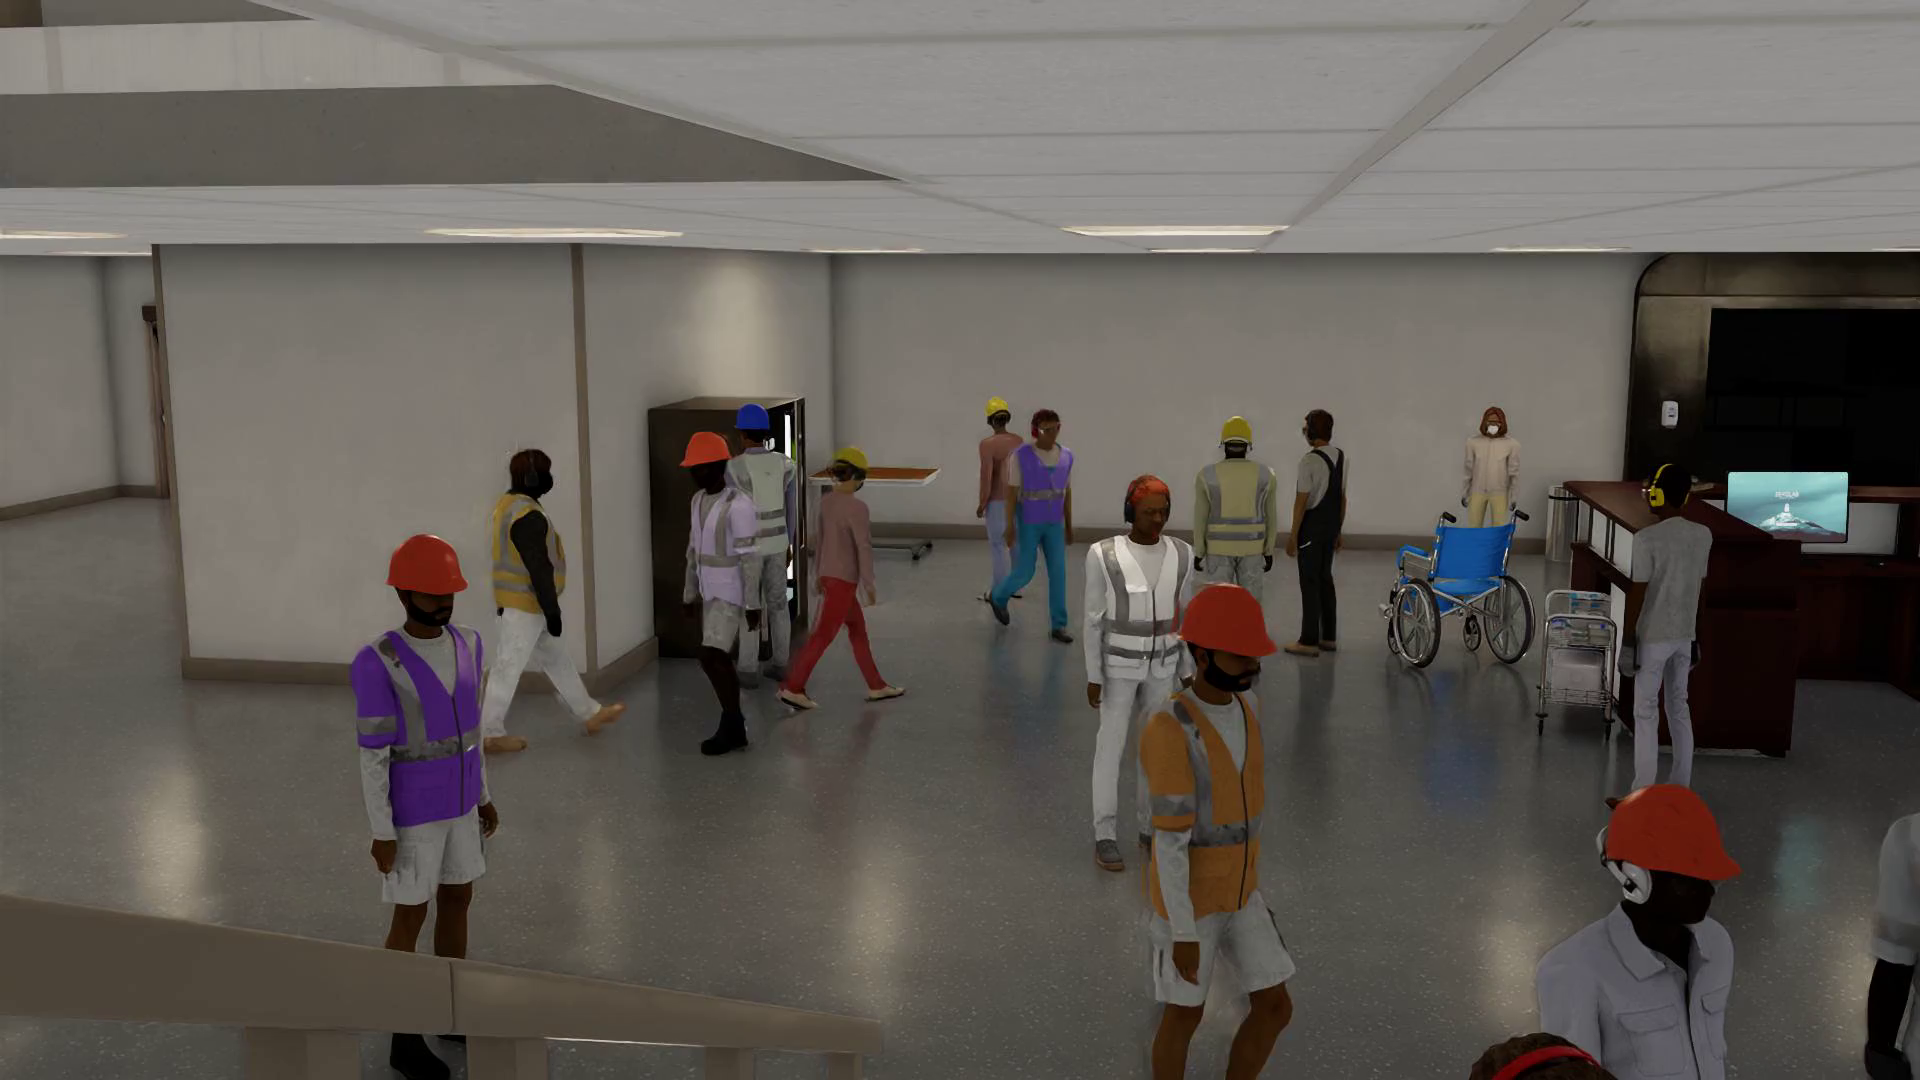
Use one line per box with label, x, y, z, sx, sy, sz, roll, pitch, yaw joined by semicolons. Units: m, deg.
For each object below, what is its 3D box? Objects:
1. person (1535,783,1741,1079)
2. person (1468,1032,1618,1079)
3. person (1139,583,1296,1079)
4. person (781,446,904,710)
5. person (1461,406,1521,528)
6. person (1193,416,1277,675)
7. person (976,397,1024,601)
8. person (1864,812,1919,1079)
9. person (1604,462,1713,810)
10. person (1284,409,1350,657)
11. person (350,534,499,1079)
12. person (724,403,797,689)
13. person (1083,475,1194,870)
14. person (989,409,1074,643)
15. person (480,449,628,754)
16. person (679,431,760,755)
person;1.495;1.387;3.657;0.561;1.756;0.318;-6;11;-31
person;0.734;1.558;2.365;0.564;1.837;0.388;-5;11;-30
person;0.795;1.080;5.039;0.563;1.917;0.560;-8;12;-41
person;-0.787;0.253;10.820;0.886;1.707;0.544;-5;11;-29
person;4.816;-0.401;15.110;0.504;1.627;0.285;5;10;28
person;1.925;0.048;11.688;0.586;1.833;0.403;0;9;0
person;0.339;-0.345;14.330;0.329;1.765;0.526;9;13;44
person;2.412;1.262;3.831;0.608;1.955;0.385;6;11;34
person;3.653;0.526;8.663;0.509;1.862;0.326;-4;10;-21
person;2.621;-0.050;12.297;0.513;1.836;0.383;-7;12;-37
person;-1.856;0.933;5.902;0.361;1.935;0.553;5;10;28
person;-1.386;0.042;11.366;0.611;1.947;0.388;-8;12;-41
person;0.860;0.627;7.959;0.572;1.884;0.355;-3;10;-20
person;0.586;-0.137;12.938;0.612;1.808;0.802;-5;11;-30
person;-2.461;0.359;9.871;0.959;1.794;0.654;-4;10;-22
person;-1.452;0.322;9.722;0.519;1.916;0.564;-7;12;-38
